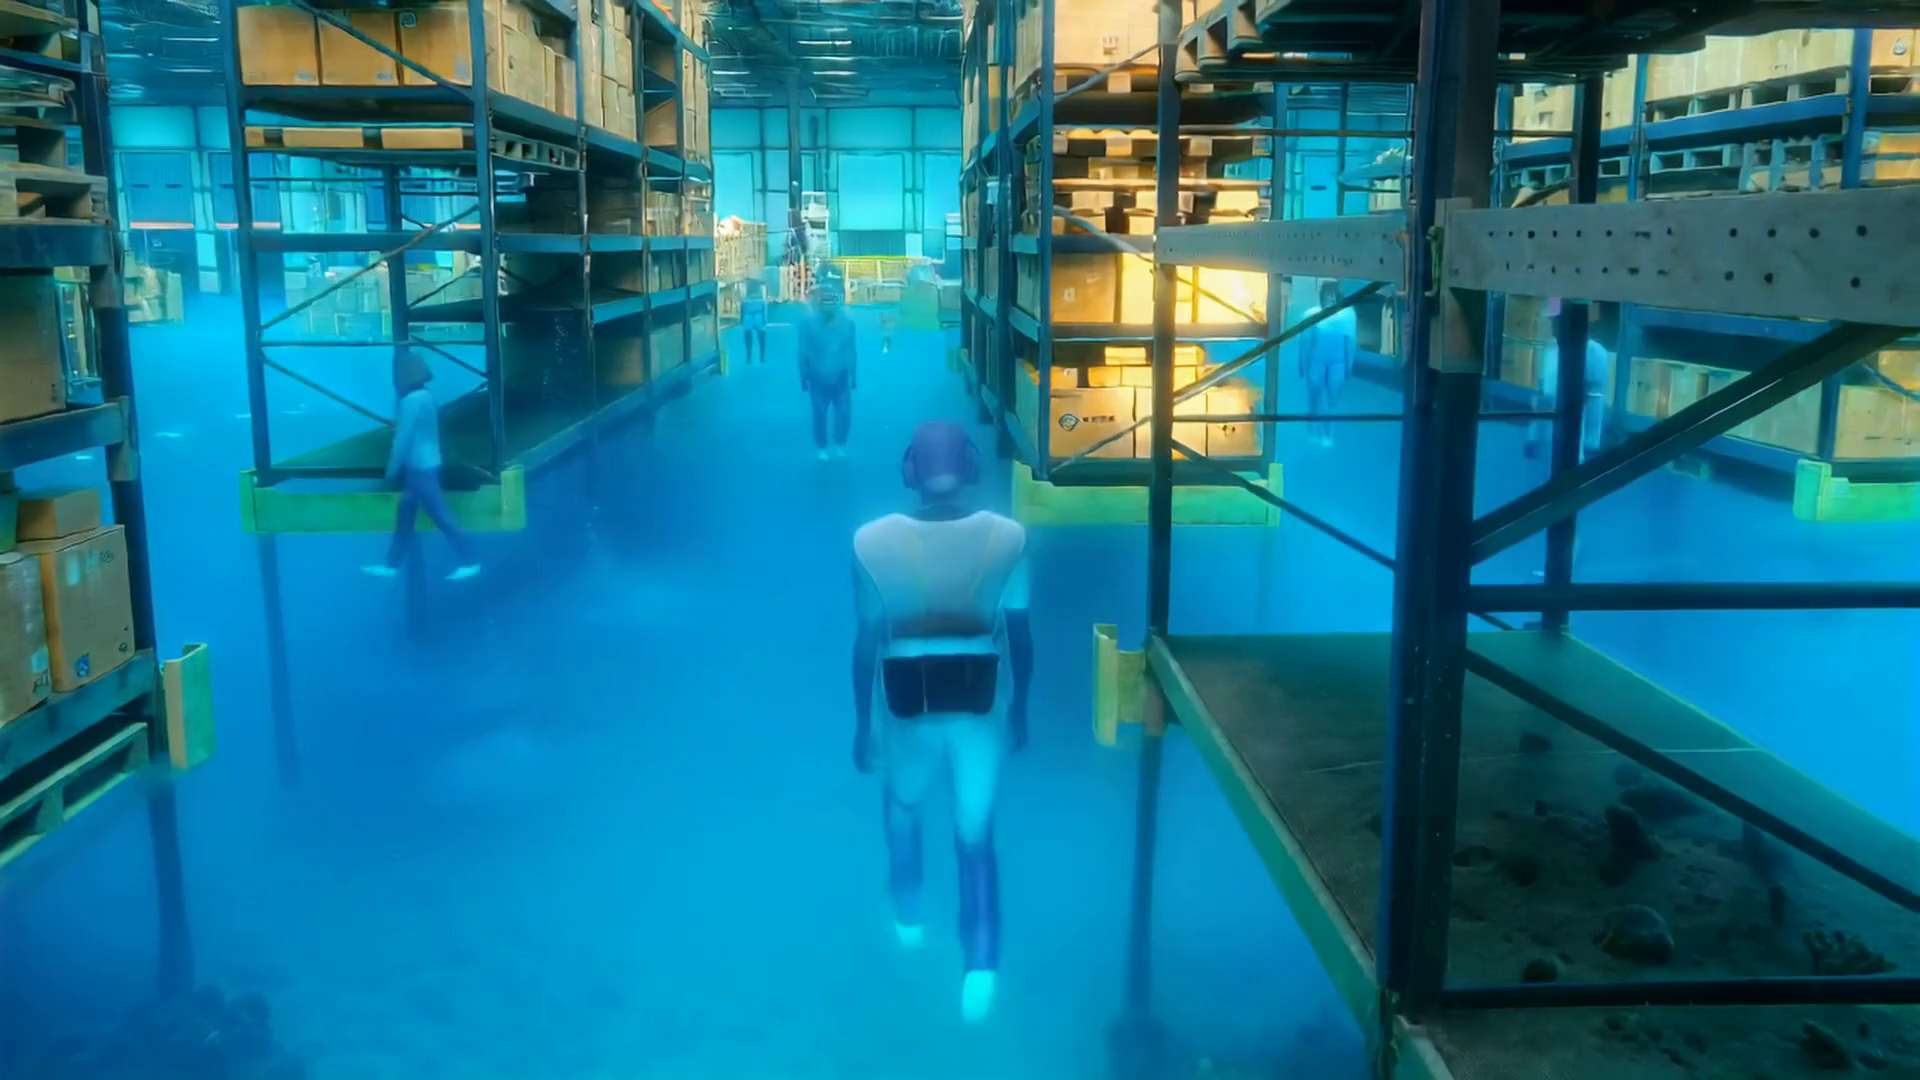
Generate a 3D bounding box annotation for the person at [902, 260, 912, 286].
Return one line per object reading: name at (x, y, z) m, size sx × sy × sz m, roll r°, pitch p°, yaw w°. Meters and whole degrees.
person at (-1.773, -8.708, 56.860) m, size 0.546 × 1.729 × 0.489 m, roll 6°, pitch 12°, yaw 30°

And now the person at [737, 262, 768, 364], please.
person at (-3.976, -4.356, 31.954) m, size 0.602 × 1.960 × 0.368 m, roll -4°, pitch 11°, yaw -20°

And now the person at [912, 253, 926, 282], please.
person at (-1.405, -9.067, 58.267) m, size 0.636 × 1.939 × 0.361 m, roll 8°, pitch 13°, yaw 38°

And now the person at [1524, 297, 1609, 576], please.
person at (4.172, -0.731, 11.572) m, size 0.431 × 2.023 × 0.631 m, roll -3°, pitch 11°, yaw -18°

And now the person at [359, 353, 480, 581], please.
person at (-3.742, -0.493, 11.461) m, size 0.856 × 1.582 × 0.514 m, roll -1°, pitch 10°, yaw -3°

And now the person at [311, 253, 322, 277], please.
person at (-26.066, -10.690, 67.331) m, size 0.387 × 1.926 × 0.591 m, roll 2°, pitch 10°, yaw 9°

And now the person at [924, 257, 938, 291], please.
person at (-0.967, -8.372, 54.647) m, size 0.517 × 1.843 × 0.325 m, roll 8°, pitch 13°, yaw 38°

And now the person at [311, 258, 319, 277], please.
person at (-24.673, -9.906, 63.502) m, size 0.821 × 1.736 × 0.533 m, roll -1°, pitch 10°, yaw -7°

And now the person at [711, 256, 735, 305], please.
person at (-8.840, -9.589, 61.459) m, size 0.982 × 1.832 × 0.593 m, roll -2°, pitch 10°, yaw -12°

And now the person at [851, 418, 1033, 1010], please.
person at (-0.047, 0.526, 5.208) m, size 0.582 × 1.809 × 0.940 m, roll -1°, pitch 10°, yaw -7°

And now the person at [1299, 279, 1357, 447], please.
person at (4.221, -2.041, 19.151) m, size 0.630 × 1.928 × 0.535 m, roll 2°, pitch 10°, yaw 9°

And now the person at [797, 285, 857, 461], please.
person at (-1.397, -1.767, 17.729) m, size 0.669 × 1.886 × 0.516 m, roll -3°, pitch 11°, yaw -19°
